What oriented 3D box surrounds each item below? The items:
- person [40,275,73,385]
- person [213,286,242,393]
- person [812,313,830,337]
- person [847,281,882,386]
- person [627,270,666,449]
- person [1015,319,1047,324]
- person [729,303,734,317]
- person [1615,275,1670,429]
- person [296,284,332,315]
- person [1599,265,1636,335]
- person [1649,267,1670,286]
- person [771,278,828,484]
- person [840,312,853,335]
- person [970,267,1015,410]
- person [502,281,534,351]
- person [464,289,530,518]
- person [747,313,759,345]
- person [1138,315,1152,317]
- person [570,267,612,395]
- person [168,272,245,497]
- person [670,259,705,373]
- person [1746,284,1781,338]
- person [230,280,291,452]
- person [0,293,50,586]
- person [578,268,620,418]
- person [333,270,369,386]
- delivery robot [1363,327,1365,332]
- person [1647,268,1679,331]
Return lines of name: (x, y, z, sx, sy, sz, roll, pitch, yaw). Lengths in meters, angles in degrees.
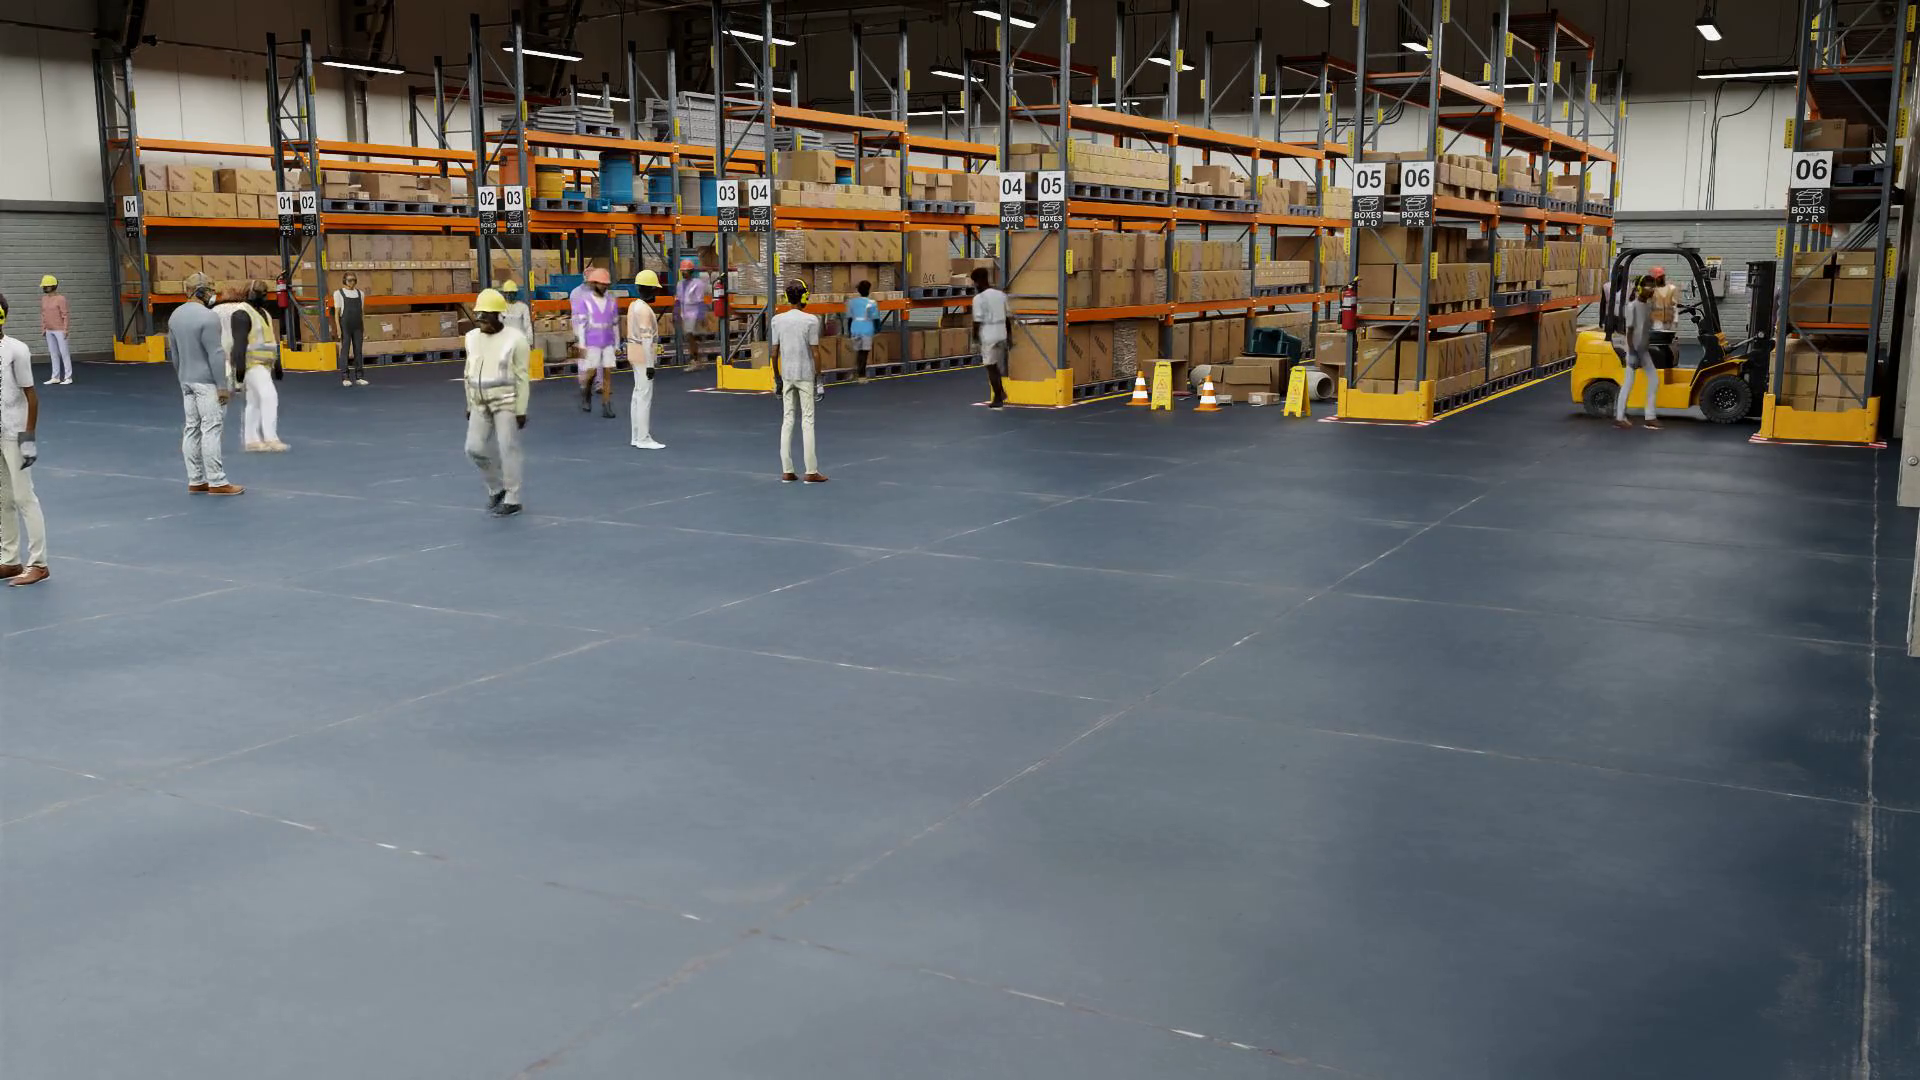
person: (-14.612, -3.379, 26.845, 0.523, 1.763, 0.329, 4, 10, 21)
person: (-10.968, -3.005, 25.048, 0.517, 1.617, 0.546, -4, 10, -20)
person: (-2.593, -3.899, 29.403, 0.626, 1.934, 0.363, 0, 10, 1)
person: (-1.502, -3.343, 26.862, 0.555, 1.665, 0.740, 5, 11, 25)
person: (-3.388, -1.942, 17.946, 0.381, 1.923, 0.592, -4, 10, -22)
person: (1.135, -3.541, 27.002, 0.606, 2.035, 0.403, 6, 11, 31)
person: (-6.079, -6.343, 43.839, 0.573, 1.883, 0.359, 6, 11, 31)
person: (8.177, -2.220, 19.794, 0.567, 1.844, 0.764, -7, 12, -36)
person: (-12.742, -4.429, 32.888, 0.638, 1.804, 0.737, -2, 10, -11)
person: (11.882, -4.013, 30.091, 0.598, 1.917, 0.378, 6, 11, 32)
person: (14.051, -4.591, 33.688, 0.644, 1.856, 1.013, 1, 10, 7)
person: (-1.477, -1.449, 15.220, 0.521, 1.873, 0.328, 4, 10, 22)
person: (-2.117, -4.264, 32.395, 0.509, 1.632, 0.266, 8, 12, 38)
person: (0.416, -2.702, 22.382, 0.506, 1.926, 0.701, 9, 13, 43)
person: (-6.430, -2.868, 23.955, 0.545, 1.711, 0.898, -6, 11, -30)
person: (-3.683, -1.075, 13.183, 0.623, 1.814, 0.428, 4, 10, 20)
person: (-4.512, -4.976, 36.545, 0.511, 1.641, 0.309, 9, 13, 41)
person: (3.605, -4.473, 33.385, 0.491, 1.719, 0.769, 6, 12, 33)
person: (-5.491, -3.113, 24.861, 0.410, 1.909, 0.643, 9, 13, 43)
person: (-6.536, -1.334, 14.366, 0.627, 1.934, 0.370, 6, 11, 32)
person: (-4.872, -3.971, 29.569, 0.610, 2.019, 0.701, 9, 13, 42)
person: (13.938, -3.792, 28.806, 0.585, 1.921, 0.392, 6, 11, 29)
person: (-7.322, -1.829, 17.579, 0.691, 1.817, 0.667, 0, 10, -1)
person: (-6.027, -0.640, 10.485, 0.513, 1.871, 0.329, 4, 11, 24)
person: (-4.643, -2.530, 21.381, 0.573, 1.925, 0.557, -7, 12, -34)
person: (-9.736, -3.383, 26.620, 0.345, 1.846, 0.508, 9, 13, 42)
delivery robot: (9.145, -4.651, 37.540, 0.707, 0.478, 0.477, -2, 10, -11)
person: (12.591, -3.950, 29.863, 0.546, 1.866, 0.910, 1, 10, 8)
